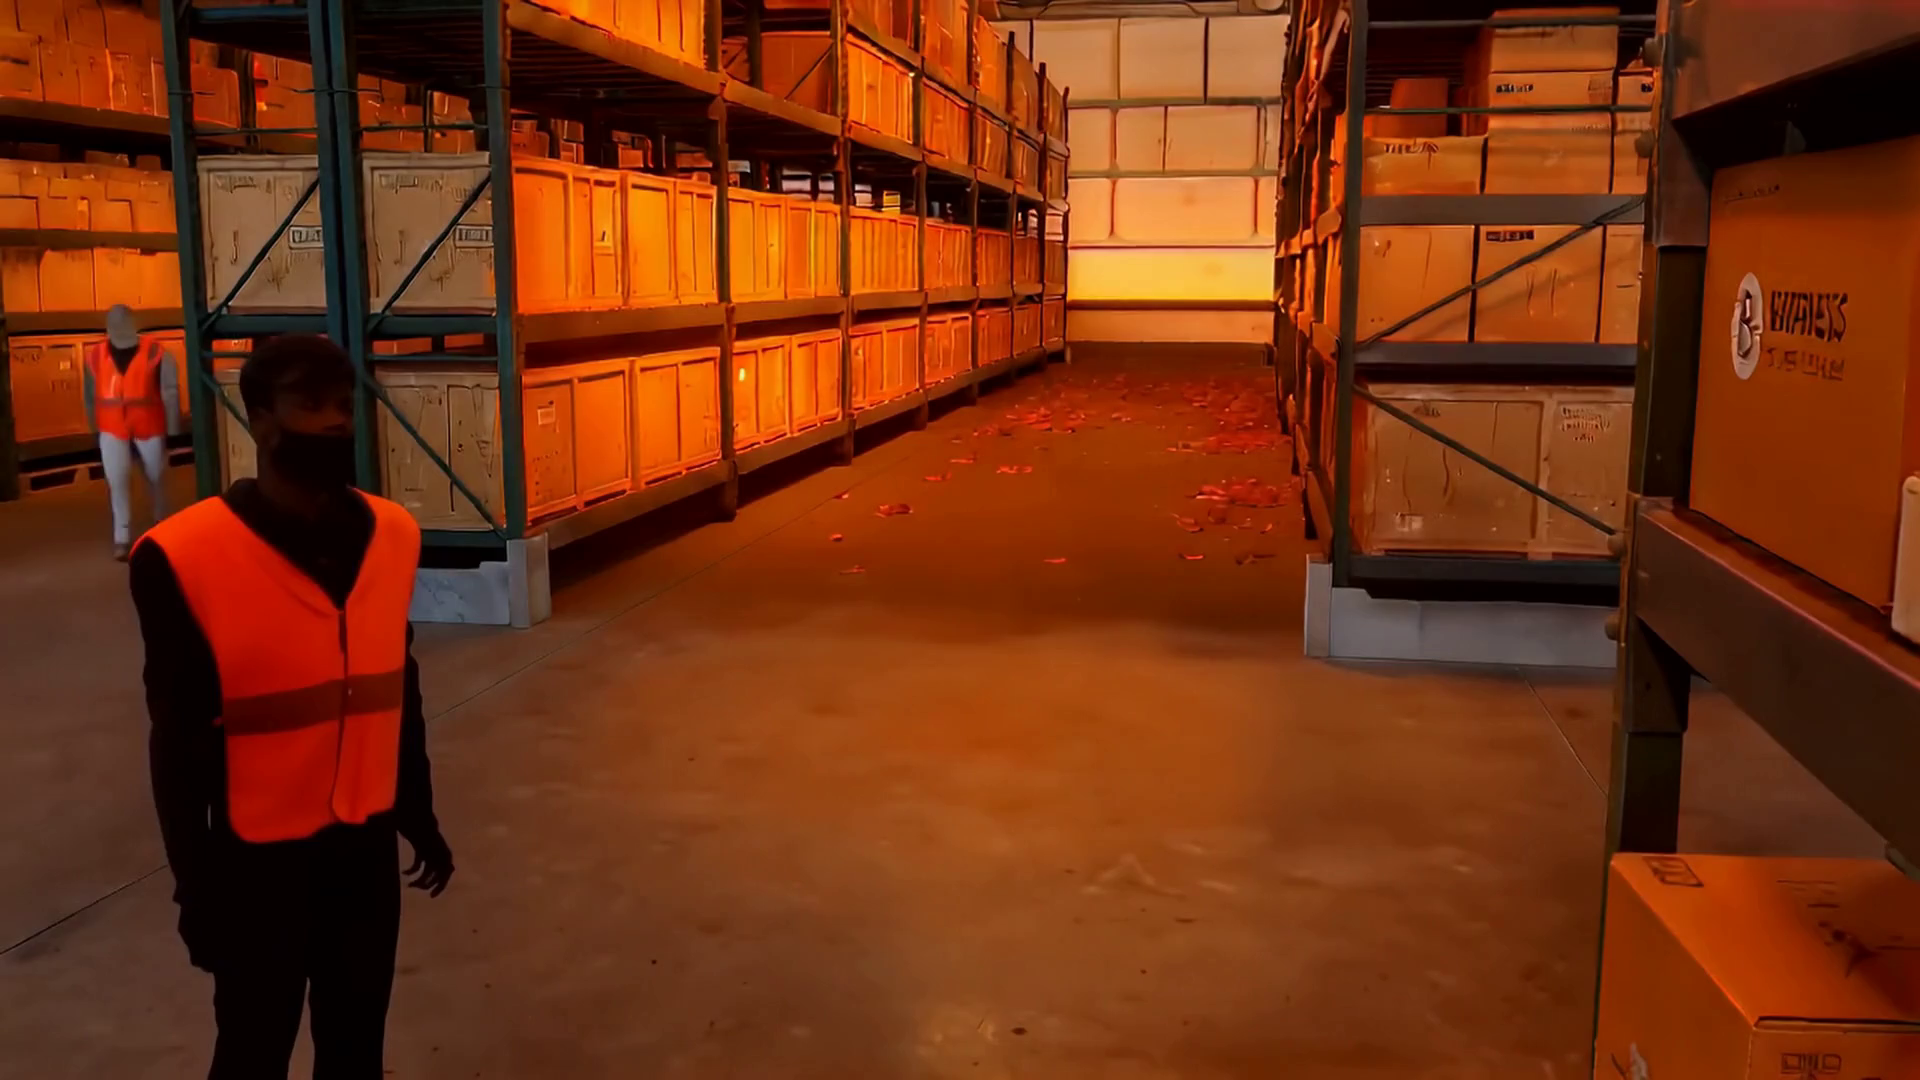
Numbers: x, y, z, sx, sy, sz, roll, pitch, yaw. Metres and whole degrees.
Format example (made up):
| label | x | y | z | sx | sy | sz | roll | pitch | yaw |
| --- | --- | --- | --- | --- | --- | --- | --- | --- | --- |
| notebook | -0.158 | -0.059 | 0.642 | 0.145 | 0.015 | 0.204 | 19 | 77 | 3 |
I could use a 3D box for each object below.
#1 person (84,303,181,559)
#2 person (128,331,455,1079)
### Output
| label | x | y | z | sx | sy | sz | roll | pitch | yaw |
| --- | --- | --- | --- | --- | --- | --- | --- | --- | --- |
| person | -5.976 | -0.813 | 12.066 | 0.632 | 1.808 | 0.910 | -2 | 9 | -13 |
| person | -1.246 | 0.565 | 3.172 | 0.392 | 1.915 | 0.587 | 5 | 11 | 30 |
